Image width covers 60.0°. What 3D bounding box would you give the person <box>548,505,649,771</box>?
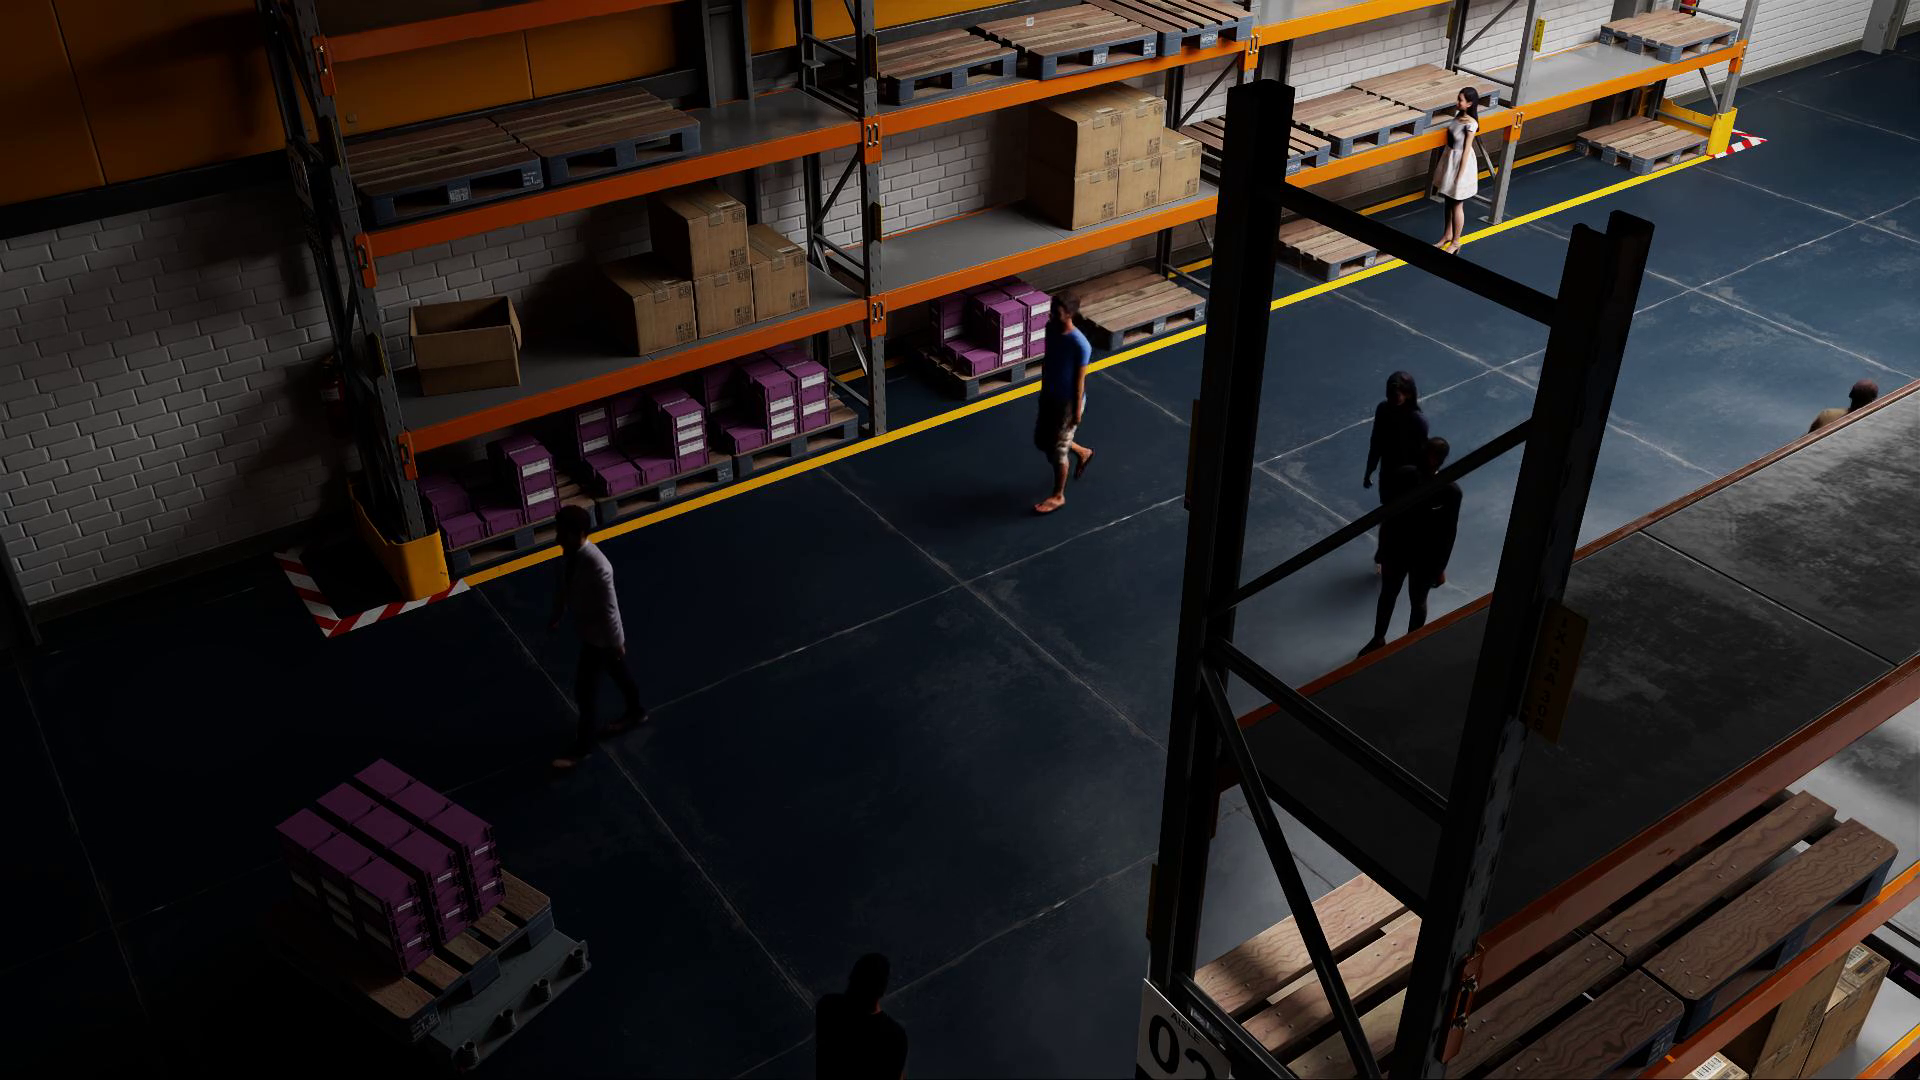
[{"bbox_3d":[-2.220,0.524,10.531,0.985,1.820,0.731,-17,37,-24],"label":"person"}]

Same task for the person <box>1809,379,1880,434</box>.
[{"bbox_3d":[6.115,-0.267,11.736,0.979,1.804,0.829,-27,42,-35],"label":"person"}]

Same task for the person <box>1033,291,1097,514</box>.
[{"bbox_3d":[0.858,-1.123,12.982,0.906,1.850,0.645,-20,39,-28],"label":"person"}]

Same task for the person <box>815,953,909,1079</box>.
[{"bbox_3d":[-0.486,2.603,7.488,0.967,1.726,1.159,16,37,22],"label":"person"}]

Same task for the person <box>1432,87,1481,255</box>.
[{"bbox_3d":[5.092,-3.773,17.041,0.802,1.769,0.777,-2,34,-4],"label":"person"}]

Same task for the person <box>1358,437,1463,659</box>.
[{"bbox_3d":[3.055,0.081,11.214,0.722,1.801,0.673,23,40,31],"label":"person"}]

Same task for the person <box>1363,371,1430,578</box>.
[{"bbox_3d":[3.271,-0.496,12.169,0.605,1.706,0.649,-22,39,-29],"label":"person"}]
